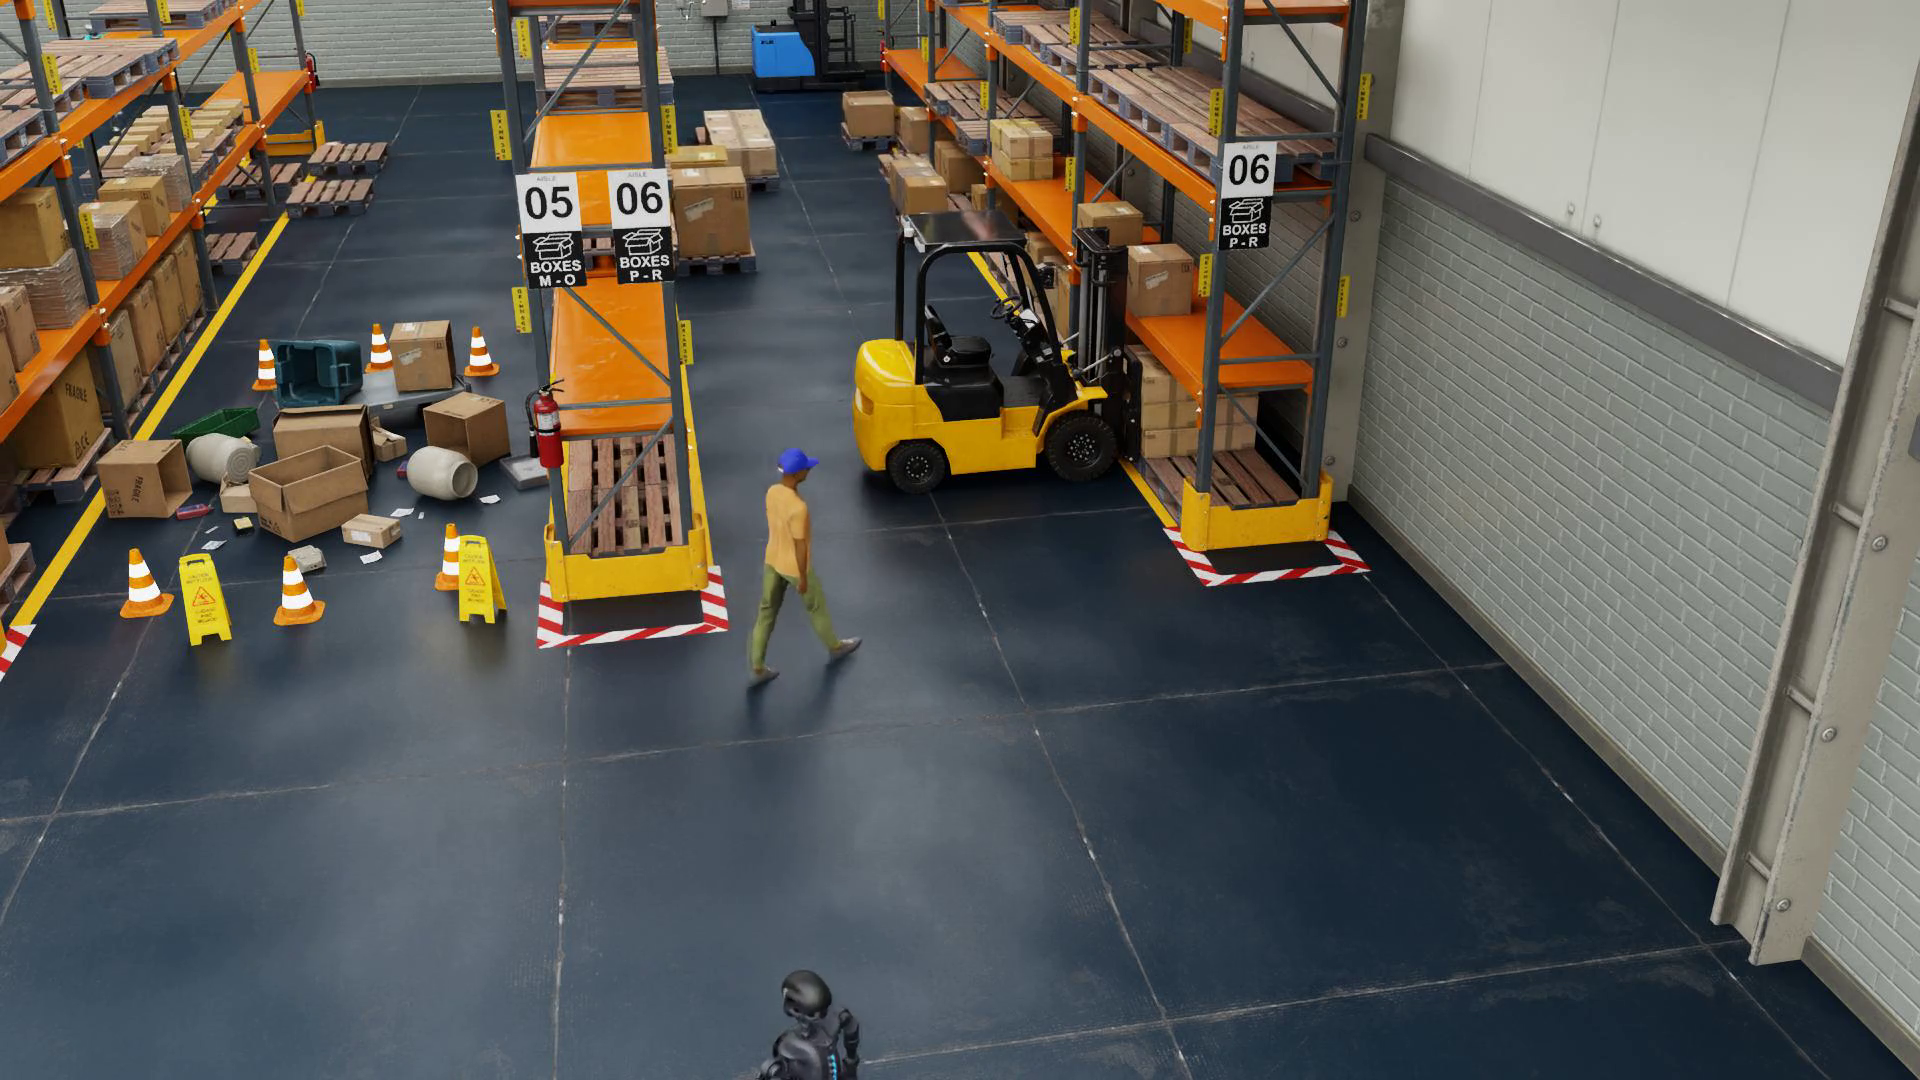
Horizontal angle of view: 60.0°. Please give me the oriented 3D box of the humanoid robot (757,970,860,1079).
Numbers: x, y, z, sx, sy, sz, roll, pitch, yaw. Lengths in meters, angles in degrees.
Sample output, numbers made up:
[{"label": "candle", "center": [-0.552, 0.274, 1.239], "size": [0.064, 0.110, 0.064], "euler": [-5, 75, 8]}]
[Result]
[{"label": "humanoid robot", "center": [-0.608, 2.380, 6.542], "size": [0.331, 1.655, 0.599], "euler": [20, 32, 35]}]

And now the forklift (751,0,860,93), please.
[{"label": "forklift", "center": [-2.872, -9.679, 30.288], "size": [1.873, 2.768, 1.129], "euler": [-5, 26, -10]}]

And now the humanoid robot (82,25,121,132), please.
[{"label": "humanoid robot", "center": [-13.743, -7.367, 26.772], "size": [0.544, 1.735, 0.969], "euler": [-21, 32, -36]}]

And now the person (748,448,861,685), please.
[{"label": "person", "center": [-1.119, 0.148, 11.193], "size": [0.902, 1.665, 0.461], "euler": [-22, 33, -38]}]

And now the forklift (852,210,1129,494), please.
[{"label": "forklift", "center": [0.216, -1.659, 14.366], "size": [2.313, 2.155, 1.214], "euler": [-5, 26, -10]}]
